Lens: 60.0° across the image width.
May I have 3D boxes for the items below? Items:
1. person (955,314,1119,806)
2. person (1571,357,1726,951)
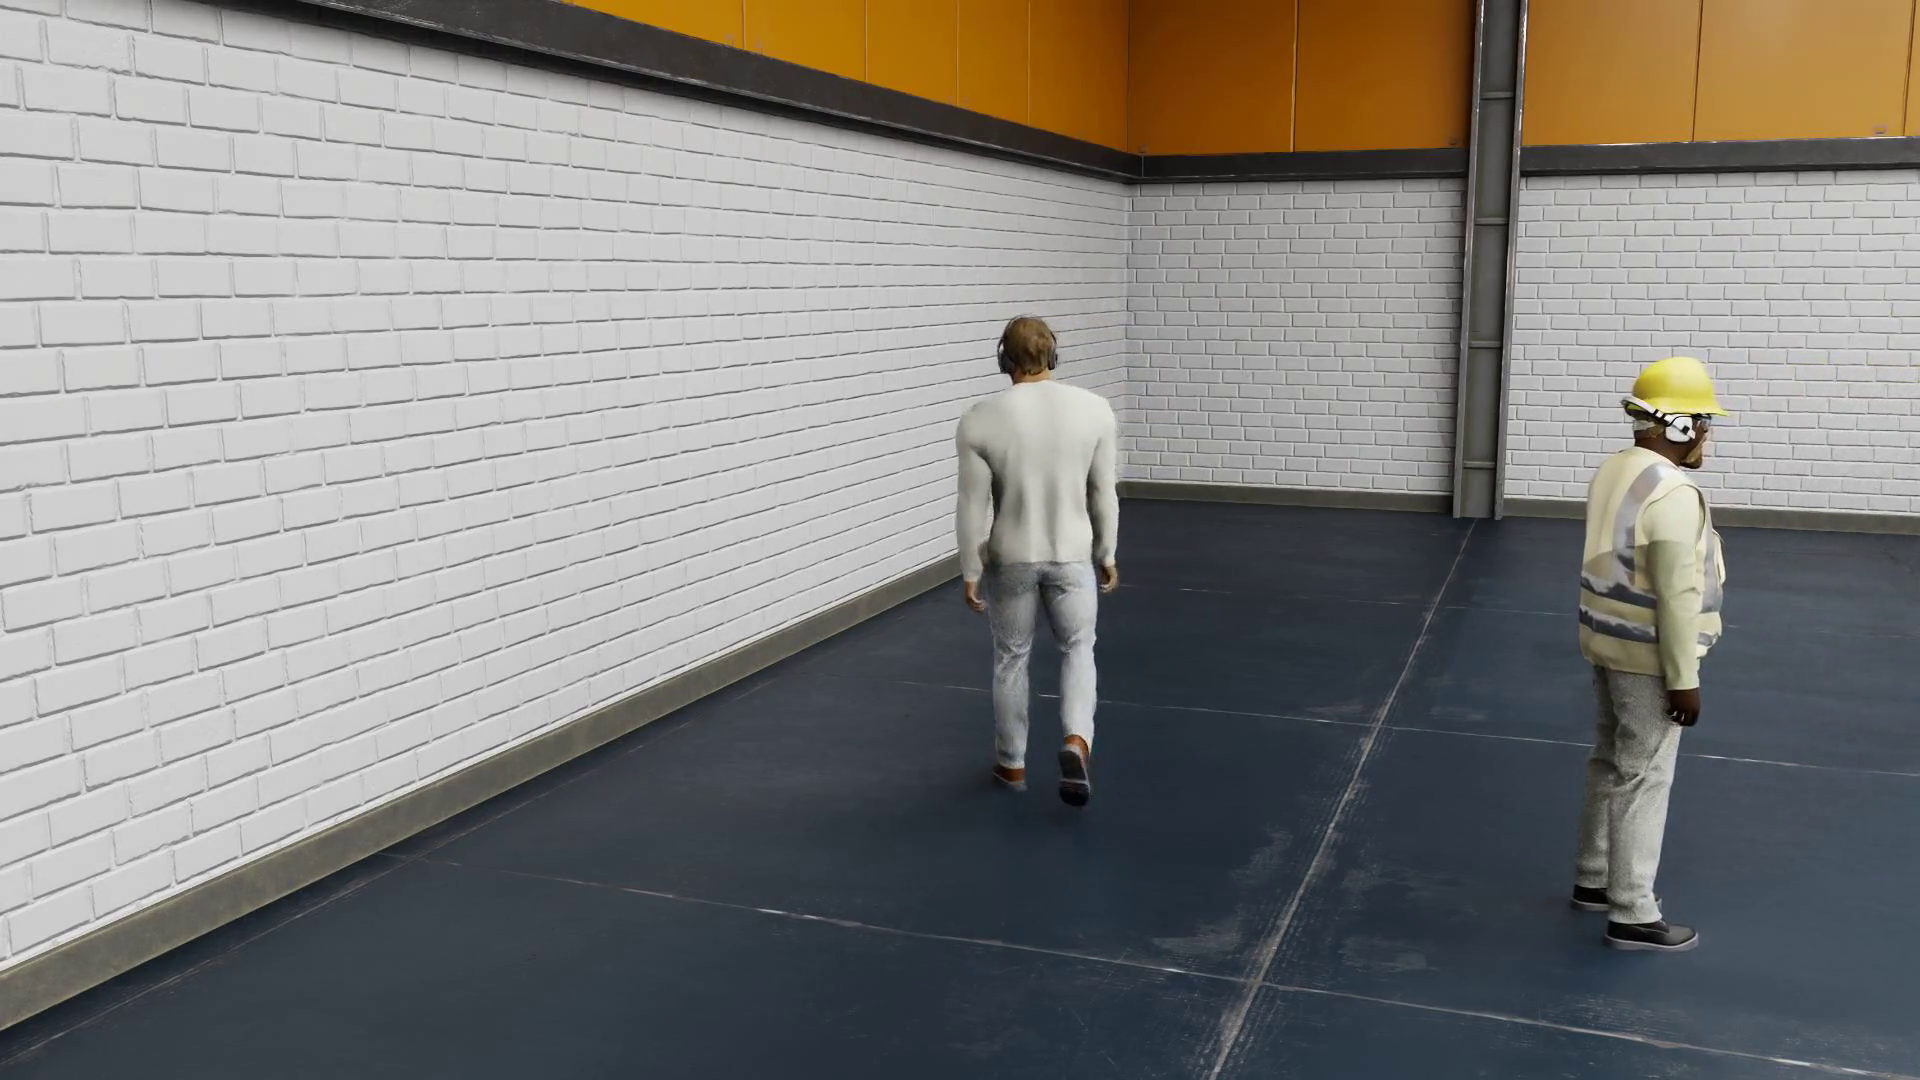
[{"bbox_3d":[0.307,0.086,6.483,0.664,1.922,0.740,-1,9,-4],"label":"person"},{"bbox_3d":[2.144,0.346,5.188,0.403,1.824,0.599,0,9,2],"label":"person"}]
